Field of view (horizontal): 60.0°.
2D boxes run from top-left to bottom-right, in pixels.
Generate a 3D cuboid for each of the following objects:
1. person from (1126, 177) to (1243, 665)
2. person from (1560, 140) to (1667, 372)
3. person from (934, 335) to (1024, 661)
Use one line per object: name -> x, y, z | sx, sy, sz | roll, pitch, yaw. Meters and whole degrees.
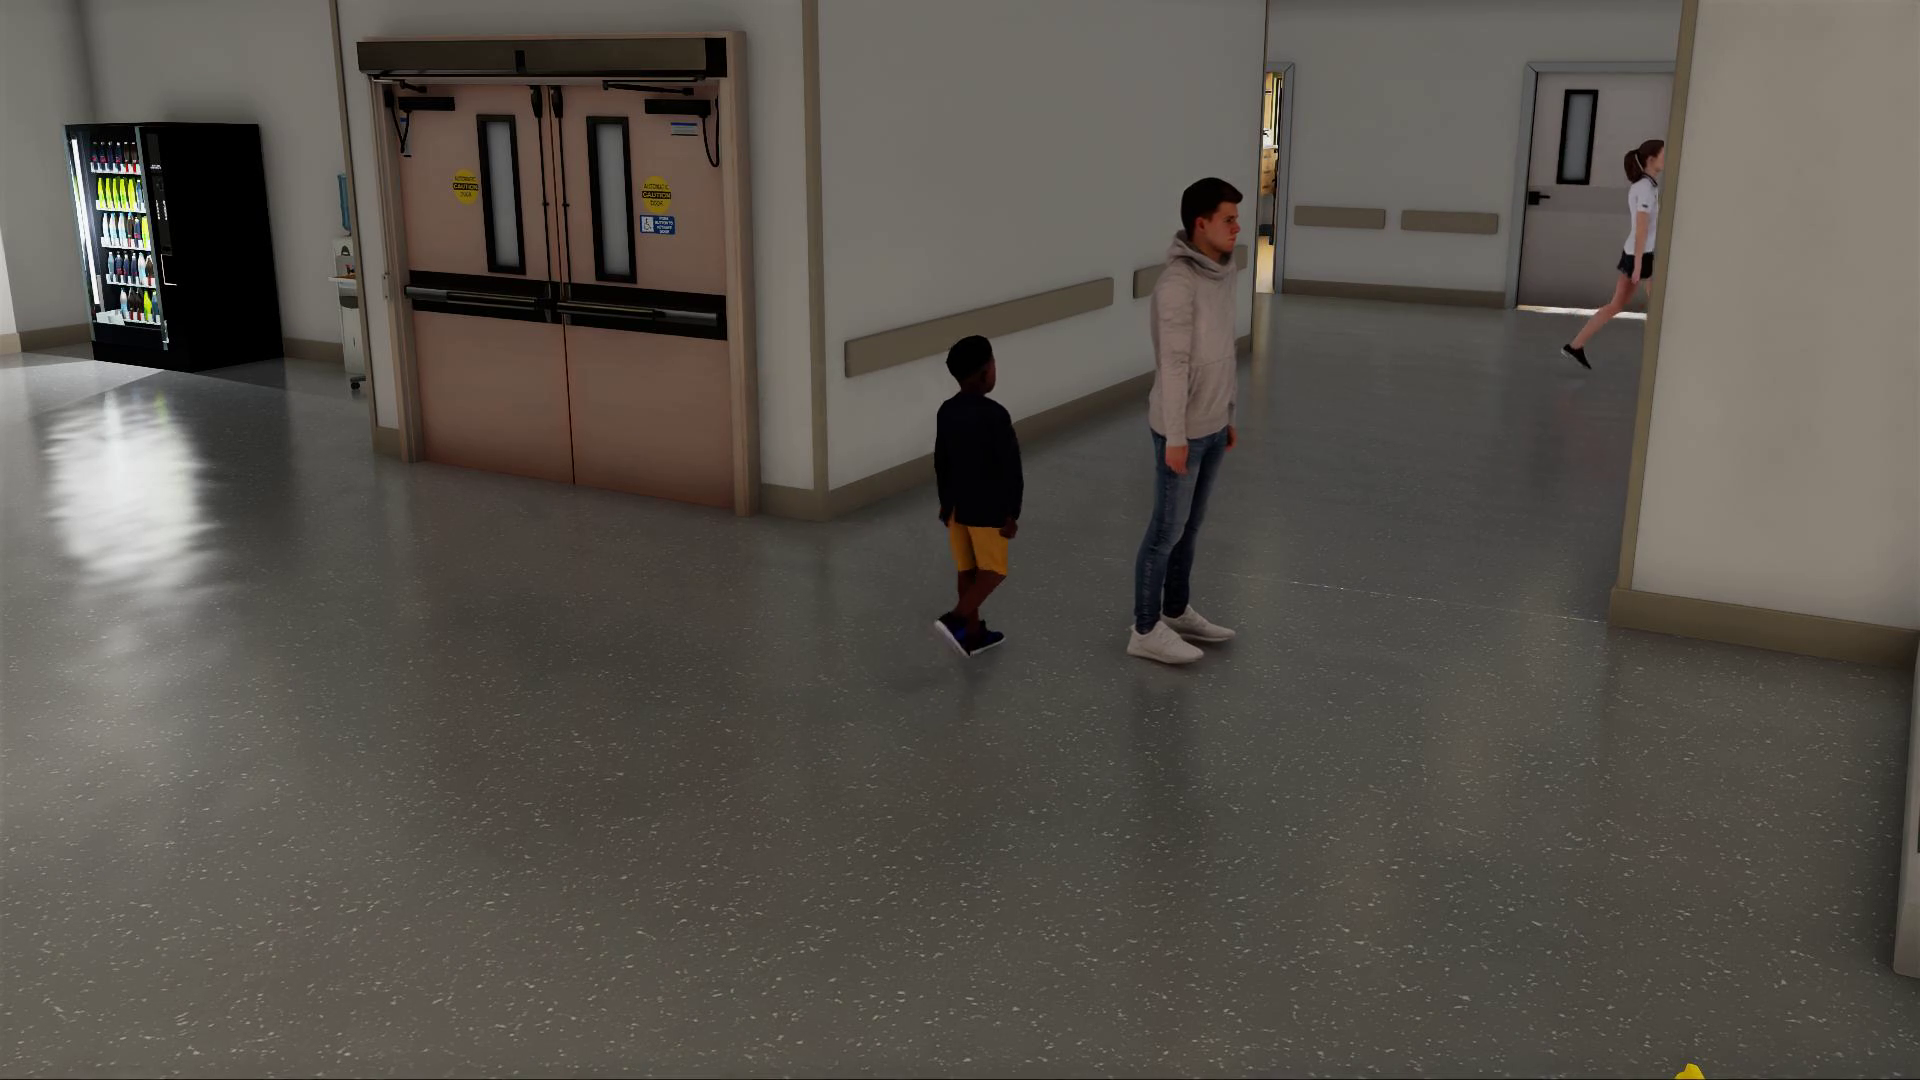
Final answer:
person -> 0.876, -0.456, 6.407 | 0.557, 1.849, 0.658 | 10, 18, 31
person -> 4.944, -2.053, 12.317 | 1.189, 1.716, 0.857 | 2, 16, 8
person -> 0.029, -0.142, 6.367 | 0.644, 1.266, 0.650 | 13, 20, 39
